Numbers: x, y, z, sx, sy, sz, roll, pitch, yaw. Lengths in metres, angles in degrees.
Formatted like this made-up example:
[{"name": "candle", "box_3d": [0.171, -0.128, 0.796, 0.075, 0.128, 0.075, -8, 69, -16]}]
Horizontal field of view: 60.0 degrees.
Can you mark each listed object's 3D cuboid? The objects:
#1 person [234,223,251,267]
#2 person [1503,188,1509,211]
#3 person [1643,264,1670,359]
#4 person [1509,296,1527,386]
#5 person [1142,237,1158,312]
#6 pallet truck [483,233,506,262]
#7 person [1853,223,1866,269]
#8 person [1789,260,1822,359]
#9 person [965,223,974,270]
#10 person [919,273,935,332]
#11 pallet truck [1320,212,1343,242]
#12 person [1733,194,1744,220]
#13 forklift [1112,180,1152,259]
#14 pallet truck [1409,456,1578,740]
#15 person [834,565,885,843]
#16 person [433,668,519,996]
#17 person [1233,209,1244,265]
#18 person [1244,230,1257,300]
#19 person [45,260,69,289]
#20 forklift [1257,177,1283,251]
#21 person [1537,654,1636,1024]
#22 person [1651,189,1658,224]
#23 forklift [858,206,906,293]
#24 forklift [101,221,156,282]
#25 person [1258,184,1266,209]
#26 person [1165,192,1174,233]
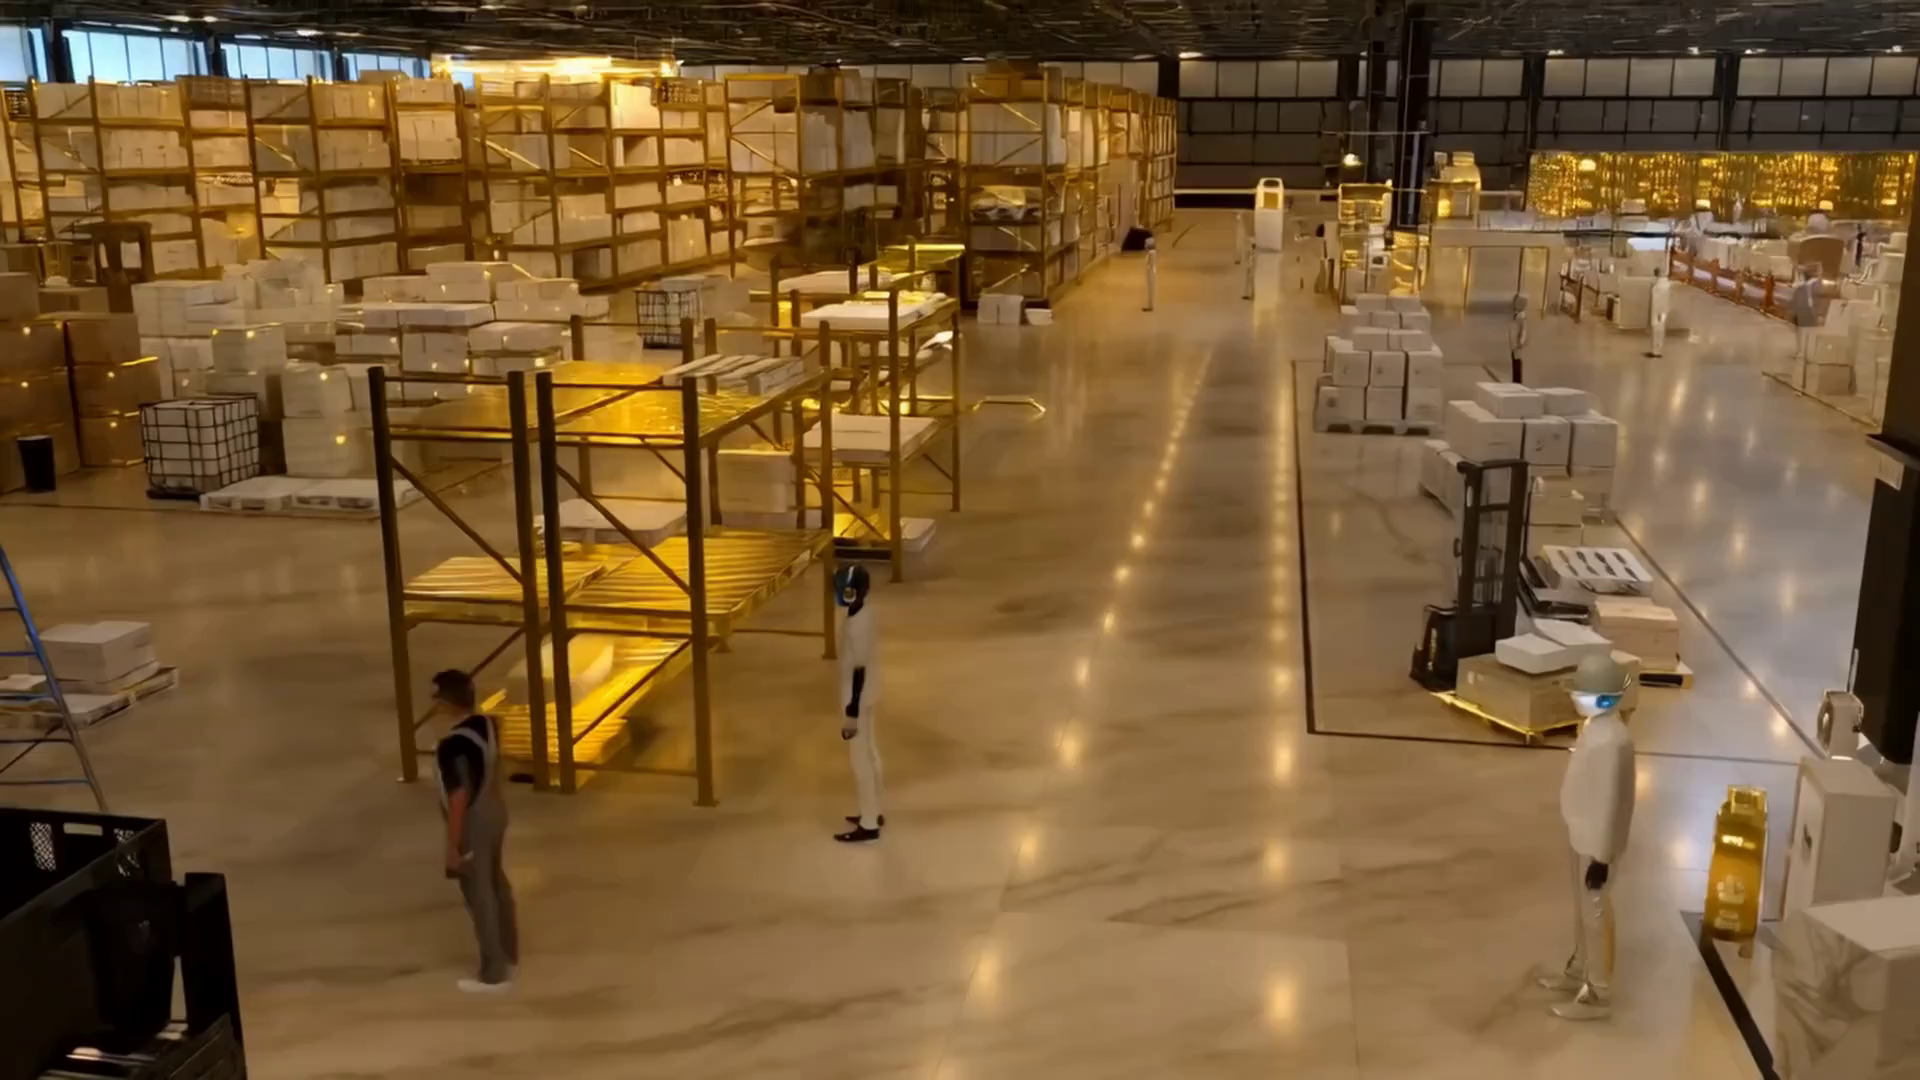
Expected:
[{"name": "person", "box_3d": [-21.436, -8.490, 49.678, 0.403, 1.906, 0.651, 3, 14, 10]}, {"name": "person", "box_3d": [27.906, -17.123, 85.089, 0.416, 1.740, 0.573, 2, 14, 7]}, {"name": "person", "box_3d": [14.392, -4.708, 34.259, 0.356, 1.936, 0.635, 3, 14, 10]}, {"name": "person", "box_3d": [10.078, -3.558, 30.087, 0.317, 1.695, 0.540, 3, 14, 10]}, {"name": "person", "box_3d": [4.938, -6.876, 43.105, 0.373, 1.914, 0.596, 3, 14, 10]}, {"name": "pallet truck", "box_3d": [-11.832, -7.026, 43.548, 1.885, 1.965, 0.823, 8, 16, 28]}, {"name": "person", "box_3d": [27.458, -8.754, 50.837, 0.310, 1.864, 0.533, 3, 14, 10]}, {"name": "person", "box_3d": [17.295, -4.717, 34.083, 0.538, 2.000, 0.701, 1, 14, 4]}, {"name": "person", "box_3d": [0.337, -9.920, 55.914, 0.317, 1.695, 0.540, 3, 14, 10]}, {"name": "person", "box_3d": [-0.707, -4.956, 35.209, 0.368, 1.961, 0.613, 3, 14, 10]}, {"name": "pallet truck", "box_3d": [15.874, -13.227, 70.310, 0.680, 1.201, 1.601, 10, 17, 35]}, {"name": "person", "box_3d": [33.941, -14.142, 72.630, 0.403, 1.904, 0.651, 3, 14, 10]}, {"name": "forklift", "box_3d": [6.082, -11.722, 60.797, 1.873, 2.768, 1.129, 3, 14, 10]}, {"name": "pallet truck", "box_3d": [4.504, 0.400, 13.395, 0.823, 1.965, 1.885, -6, 15, -23]}, {"name": "person", "box_3d": [-0.669, 1.076, 10.920, 0.310, 1.868, 0.533, 3, 14, 10]}, {"name": "person", "box_3d": [-2.621, 1.580, 8.973, 0.405, 1.837, 0.516, 3, 14, 13]}, {"name": "person", "box_3d": [9.733, -10.615, 58.224, 0.409, 1.943, 0.615, 3, 14, 10]}, {"name": "person", "box_3d": [8.039, -7.610, 46.047, 0.378, 1.932, 0.551, 3, 14, 10]}, {"name": "person", "box_3d": [-18.672, -4.788, 34.466, 0.396, 1.992, 0.622, 3, 14, 10]}, {"name": "forklift", "box_3d": [12.083, -12.747, 64.956, 1.129, 2.768, 1.873, 3, 14, 10]}, {"name": "person", "box_3d": [3.297, 1.555, 8.719, 0.402, 1.990, 0.622, 3, 14, 10]}, {"name": "person", "box_3d": [33.676, -16.104, 80.721, 0.373, 1.840, 0.570, 3, 14, 10]}, {"name": "forklift", "box_3d": [-1.996, -6.767, 40.679, 1.129, 2.768, 1.873, 3, 14, 10]}, {"name": "forklift", "box_3d": [-16.772, -5.071, 33.793, 1.129, 2.768, 1.873, 3, 14, 10]}, {"name": "person", "box_3d": [15.629, -17.483, 86.194, 0.403, 1.904, 0.651, 3, 14, 10]}, {"name": "person", "box_3d": [9.635, -15.061, 76.515, 0.404, 1.827, 0.600, 3, 14, 10]}]
